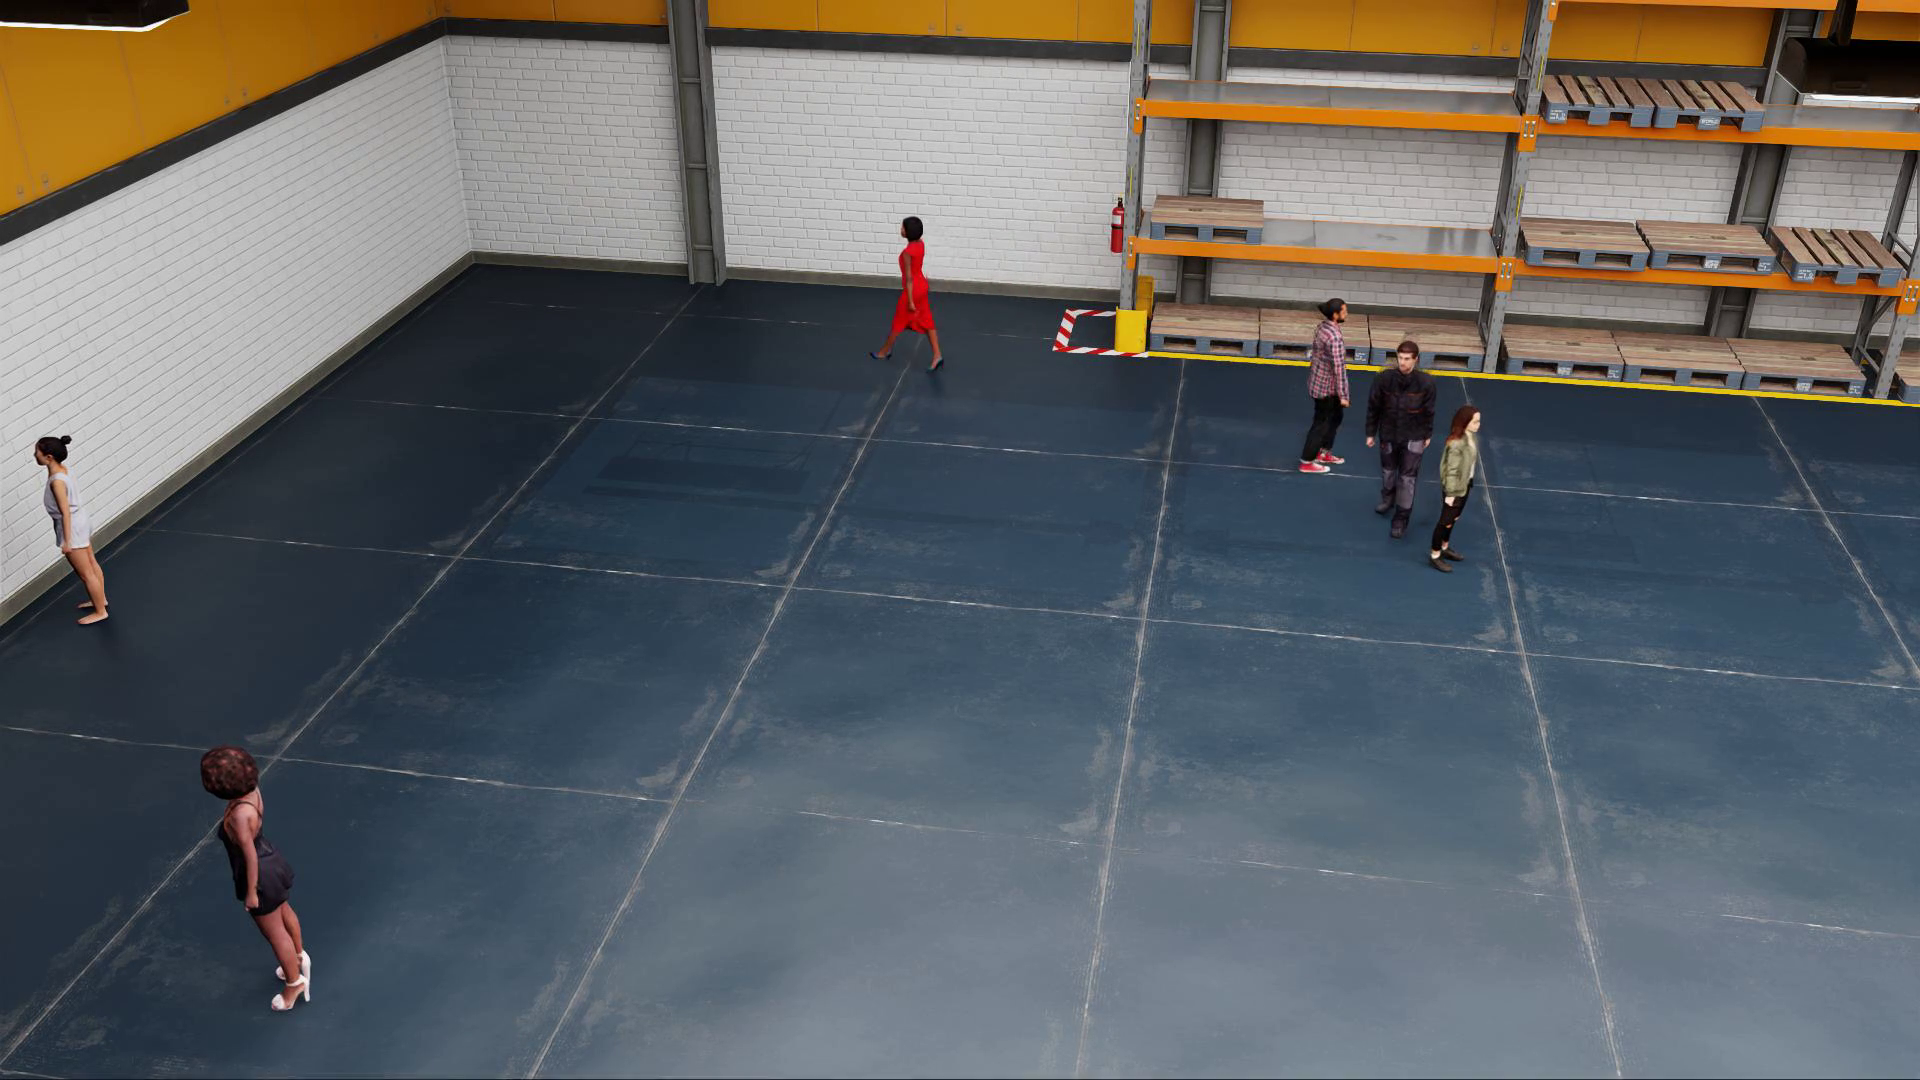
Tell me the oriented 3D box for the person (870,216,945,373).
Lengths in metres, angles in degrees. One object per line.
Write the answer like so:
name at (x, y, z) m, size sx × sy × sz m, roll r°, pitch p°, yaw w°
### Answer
person at (-0.401, -2.581, 17.774) m, size 1.142 × 1.699 × 0.748 m, roll 11°, pitch 31°, yaw 19°

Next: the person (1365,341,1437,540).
person at (3.921, -0.938, 14.681) m, size 1.127 × 1.777 × 0.971 m, roll 13°, pitch 31°, yaw 22°

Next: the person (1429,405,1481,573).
person at (4.212, -0.459, 14.116) m, size 0.641 × 1.476 × 0.654 m, roll 19°, pitch 34°, yaw 31°

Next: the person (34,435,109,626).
person at (-7.107, -0.101, 13.325) m, size 0.696 × 1.605 × 0.660 m, roll -11°, pitch 30°, yaw -19°

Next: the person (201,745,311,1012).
person at (-3.968, 1.910, 9.449) m, size 0.656 × 1.788 × 0.645 m, roll -6°, pitch 29°, yaw -11°

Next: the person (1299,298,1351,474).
person at (3.377, -1.433, 15.616) m, size 0.758 × 1.750 × 0.758 m, roll 0°, pitch 29°, yaw 0°
